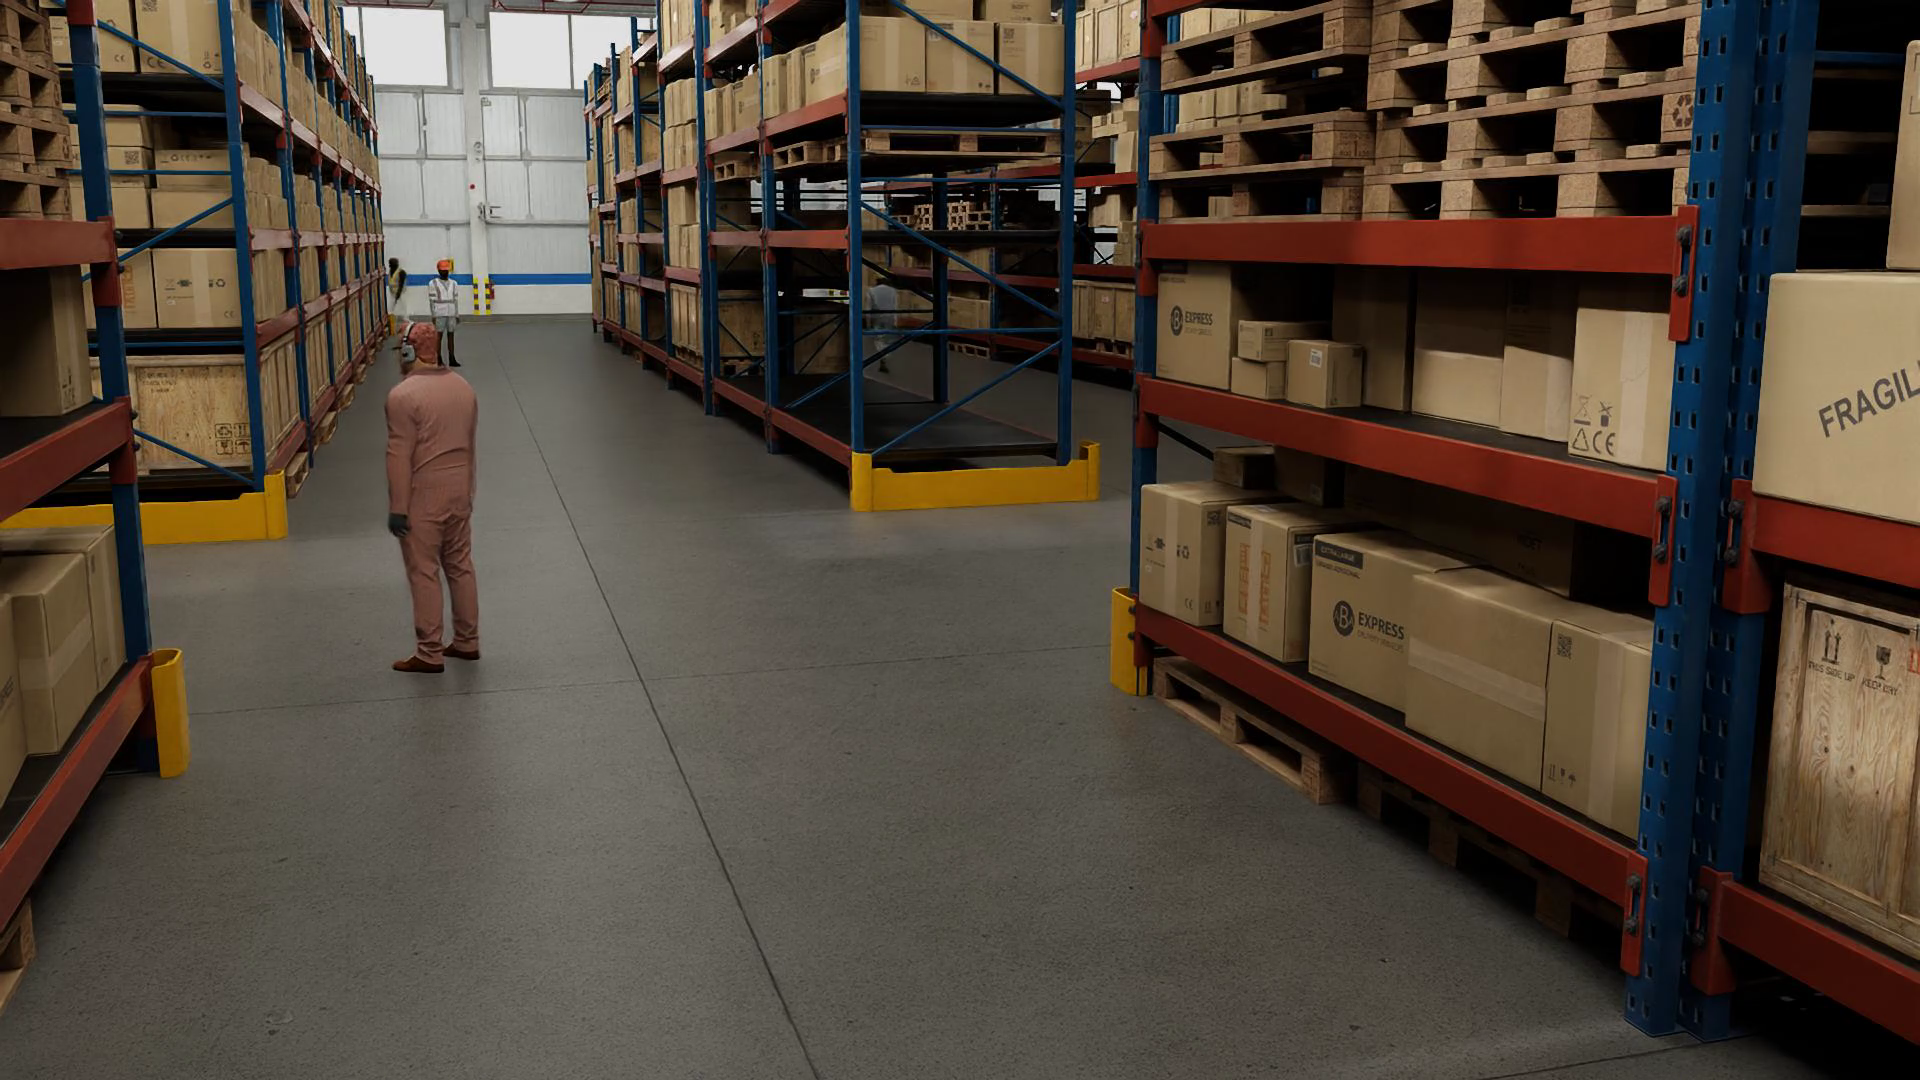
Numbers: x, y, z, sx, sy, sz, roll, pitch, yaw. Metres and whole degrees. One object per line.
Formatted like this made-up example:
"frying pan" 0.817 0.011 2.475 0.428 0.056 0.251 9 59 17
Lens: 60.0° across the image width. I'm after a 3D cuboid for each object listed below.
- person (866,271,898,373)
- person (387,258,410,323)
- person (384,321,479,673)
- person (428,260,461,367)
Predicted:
"person" -1.332 -3.778 28.724 0.594 1.815 0.550 -4 11 -20
"person" -14.408 -6.254 42.292 0.637 1.800 0.922 6 12 31
"person" -2.890 -0.233 9.053 0.398 1.899 0.647 4 11 21
"person" -9.299 -4.086 30.057 0.545 1.939 0.354 -10 14 -43
